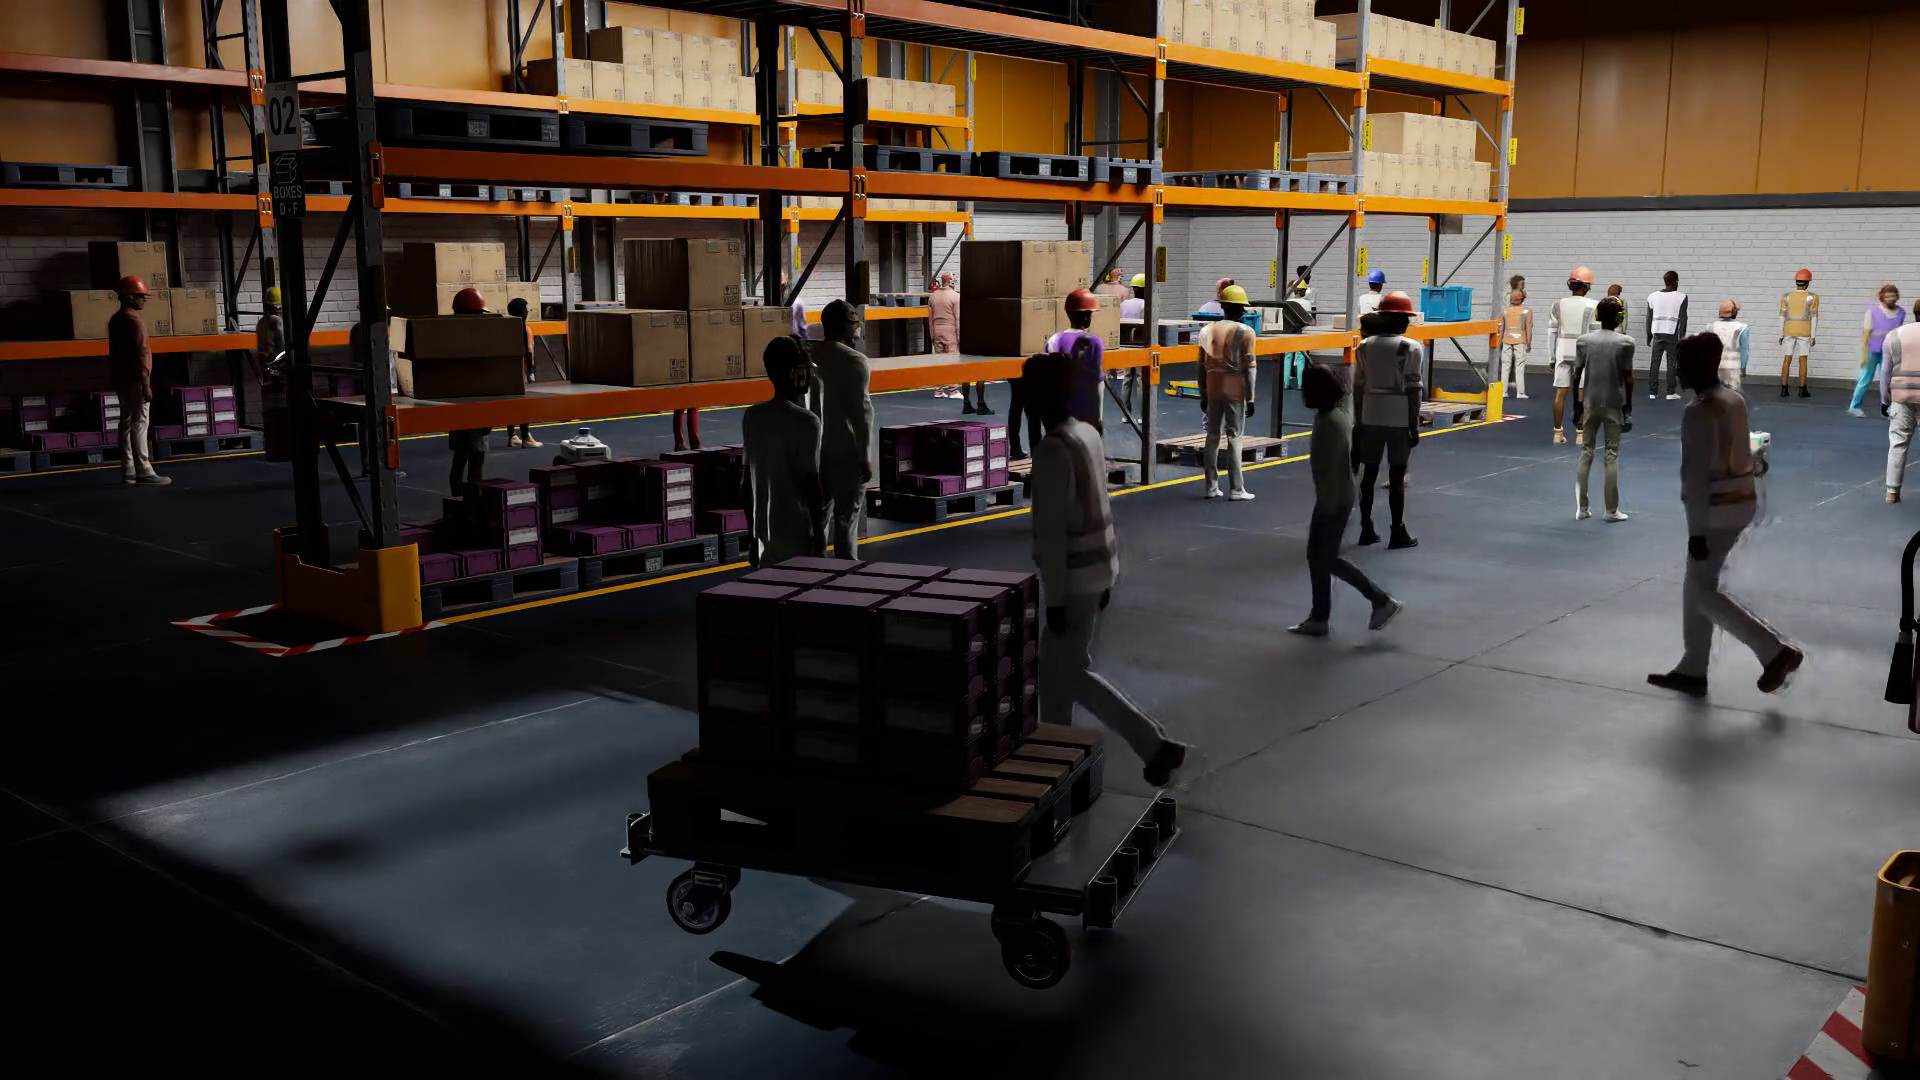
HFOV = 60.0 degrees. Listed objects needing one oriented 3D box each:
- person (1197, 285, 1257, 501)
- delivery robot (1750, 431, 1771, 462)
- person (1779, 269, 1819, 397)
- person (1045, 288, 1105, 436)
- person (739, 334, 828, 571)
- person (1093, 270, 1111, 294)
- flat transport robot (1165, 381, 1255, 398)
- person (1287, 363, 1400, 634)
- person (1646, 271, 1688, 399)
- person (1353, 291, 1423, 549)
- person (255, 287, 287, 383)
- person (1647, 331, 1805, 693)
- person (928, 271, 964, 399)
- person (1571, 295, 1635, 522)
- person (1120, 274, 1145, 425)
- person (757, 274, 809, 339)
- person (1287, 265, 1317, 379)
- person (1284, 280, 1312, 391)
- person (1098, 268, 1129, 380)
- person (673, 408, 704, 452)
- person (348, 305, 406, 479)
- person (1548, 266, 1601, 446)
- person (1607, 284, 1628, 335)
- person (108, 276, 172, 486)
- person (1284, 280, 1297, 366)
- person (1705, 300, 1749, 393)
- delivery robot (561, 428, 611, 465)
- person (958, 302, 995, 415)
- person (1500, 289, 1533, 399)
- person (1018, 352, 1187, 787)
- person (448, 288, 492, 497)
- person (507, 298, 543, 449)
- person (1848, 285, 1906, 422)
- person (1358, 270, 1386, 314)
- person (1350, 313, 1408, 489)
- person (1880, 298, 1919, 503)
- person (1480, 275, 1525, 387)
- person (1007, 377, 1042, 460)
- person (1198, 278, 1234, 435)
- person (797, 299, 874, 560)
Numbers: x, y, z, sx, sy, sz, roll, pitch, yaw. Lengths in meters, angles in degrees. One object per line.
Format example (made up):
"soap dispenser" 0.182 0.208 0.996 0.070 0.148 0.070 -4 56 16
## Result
"person" 2.397 -1.310 14.900 0.589 1.924 0.383 9 13 42
"delivery robot" 7.724 -0.987 16.689 0.707 0.478 0.477 8 13 40
"person" 12.713 -3.132 25.232 0.547 1.938 0.377 9 13 42
"person" 0.932 -1.025 13.235 0.547 1.938 0.377 9 13 42
"person" -0.783 0.003 7.573 0.517 1.873 0.334 9 13 42
"person" 2.719 -4.155 31.273 0.517 1.865 0.334 9 13 42
"flat transport robot" 3.746 -2.260 25.010 0.652 0.197 1.431 -5 11 -25
"person" 2.221 -0.218 9.576 0.563 1.605 0.514 1 10 5
"person" 10.564 -3.062 24.900 0.590 1.917 0.398 9 13 42
"person" 3.233 -0.904 12.556 0.547 1.934 0.375 9 13 42
"person" -7.304 -1.788 17.875 0.591 1.834 0.404 9 13 42
"person" 3.837 -0.103 8.256 0.668 1.857 0.584 9 14 42
"person" -0.176 -3.058 24.899 0.643 1.910 0.399 9 13 42
"person" 5.314 -1.083 13.757 0.517 1.873 0.334 9 13 42
"person" 2.279 -2.445 21.350 0.589 1.928 0.386 9 13 42
"person" -2.183 -2.329 20.513 0.642 1.976 1.048 1 10 6
"person" 5.884 -3.755 28.706 0.608 1.963 0.372 9 13 42
"person" 5.350 -3.251 26.410 0.526 1.765 0.329 9 13 42
"person" 2.673 -3.700 28.553 0.643 1.910 0.399 9 13 42
"person" -2.979 -1.824 18.282 0.526 1.765 0.329 9 13 42
"person" -5.725 -1.508 16.283 0.591 1.834 0.404 9 13 42
"person" 7.026 -2.092 19.008 0.609 2.044 0.394 9 13 42
"person" 11.100 -3.528 28.334 0.515 1.641 0.315 9 13 42
"person" -7.852 -1.508 15.831 0.612 1.991 0.391 9 13 42
"person" 6.391 -4.175 32.038 0.501 1.631 0.285 9 13 42
"person" 9.143 -2.043 19.890 0.515 1.636 0.315 9 13 42
"delivery robot" -3.539 -0.816 15.713 0.477 0.478 0.707 -5 11 -25
"person" 0.224 -2.658 22.546 0.547 1.934 0.375 9 13 42
"person" 8.331 -2.937 24.969 0.515 1.641 0.315 9 13 42
"person" 0.545 0.161 6.740 0.740 1.854 0.626 3 10 18
"person" -3.922 -1.040 13.333 0.547 1.934 0.375 9 13 42
"person" -4.980 -1.880 18.789 0.536 1.697 0.322 9 13 42
"person" 12.064 -2.443 21.777 0.631 1.774 0.989 -1 10 -5
"person" 5.710 -2.748 23.015 0.605 1.948 0.403 9 13 42
"person" 3.853 -1.287 15.486 0.818 1.649 0.551 -3 11 -19
"person" 8.444 -1.222 14.646 0.624 1.841 0.430 9 13 42
"person" 8.835 -3.377 26.939 0.569 1.829 0.515 4 11 21
"person" 0.724 -1.828 17.643 0.612 1.995 0.392 9 13 42
"person" 3.090 -2.112 19.526 0.643 1.905 0.399 9 13 42
"person" -0.784 -0.544 10.505 0.629 1.937 0.377 9 13 42
